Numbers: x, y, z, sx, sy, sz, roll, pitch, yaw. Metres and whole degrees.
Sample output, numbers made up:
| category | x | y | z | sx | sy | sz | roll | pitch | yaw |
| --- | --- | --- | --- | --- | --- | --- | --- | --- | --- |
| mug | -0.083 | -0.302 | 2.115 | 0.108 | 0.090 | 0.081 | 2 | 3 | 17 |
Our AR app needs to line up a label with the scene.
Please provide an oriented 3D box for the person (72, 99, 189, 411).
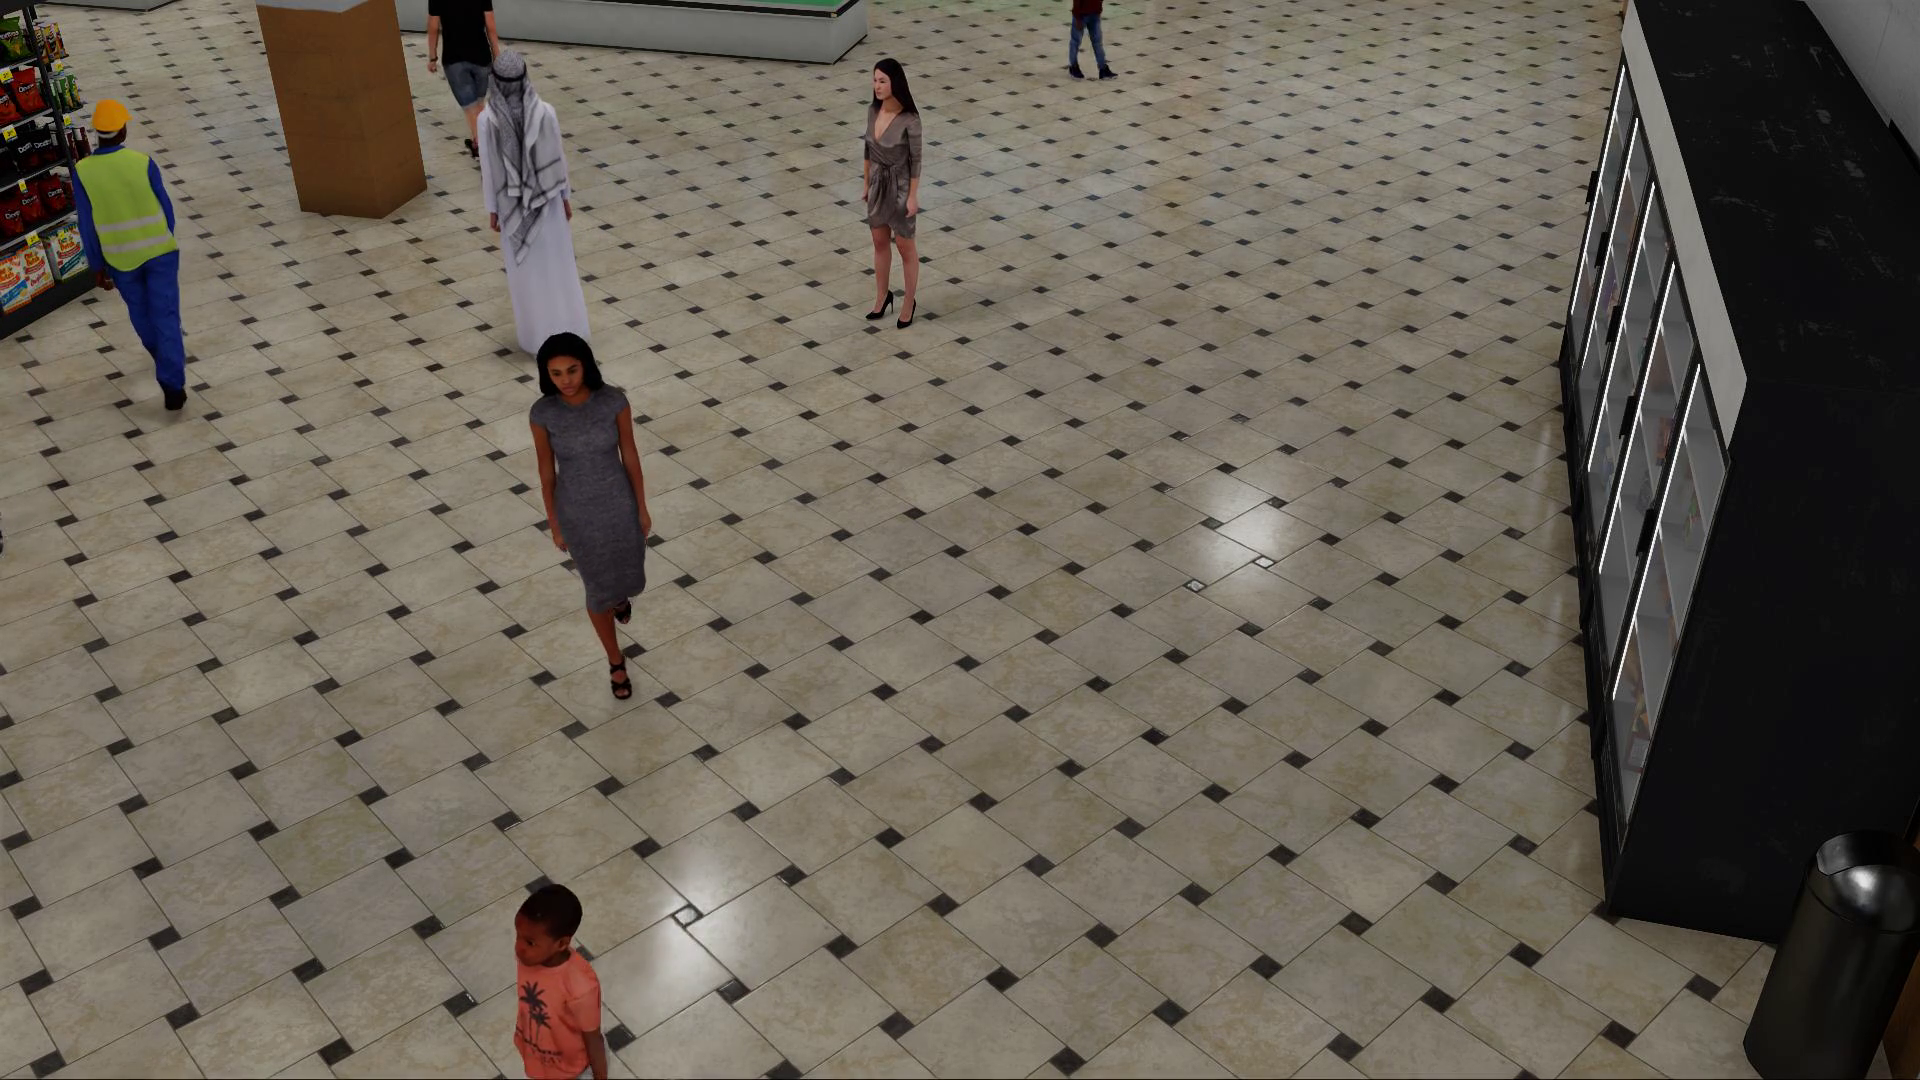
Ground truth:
| category | x | y | z | sx | sy | sz | roll | pitch | yaw |
| --- | --- | --- | --- | --- | --- | --- | --- | --- | --- |
| person | -4.758 | -1.602 | 9.675 | 1.235 | 1.752 | 1.217 | -14 | 34 | -21 |

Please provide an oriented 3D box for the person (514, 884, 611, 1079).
| category | x | y | z | sx | sy | sz | roll | pitch | yaw |
| --- | --- | --- | --- | --- | --- | --- | --- | --- | --- |
| person | -1.154 | 1.531 | 5.069 | 0.780 | 1.300 | 0.758 | 27 | 41 | 36 |

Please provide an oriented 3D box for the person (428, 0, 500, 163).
| category | x | y | z | sx | sy | sz | roll | pitch | yaw |
| --- | --- | --- | --- | --- | --- | --- | --- | --- | --- |
| person | -3.819 | -3.688 | 12.978 | 1.151 | 1.804 | 1.253 | -19 | 37 | -28 |

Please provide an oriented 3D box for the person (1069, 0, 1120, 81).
| category | x | y | z | sx | sy | sz | roll | pitch | yaw |
| --- | --- | --- | --- | --- | --- | --- | --- | --- | --- |
| person | 1.133 | -4.909 | 15.478 | 0.764 | 1.236 | 0.862 | -22 | 38 | -31 |

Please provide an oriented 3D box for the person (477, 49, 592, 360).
| category | x | y | z | sx | sy | sz | roll | pitch | yaw |
| --- | --- | --- | --- | --- | --- | --- | --- | --- | --- |
| person | -2.639 | -2.039 | 10.213 | 0.777 | 1.926 | 0.861 | -13 | 34 | -20 |

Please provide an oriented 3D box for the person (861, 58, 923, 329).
| category | x | y | z | sx | sy | sz | roll | pitch | yaw |
| --- | --- | --- | --- | --- | --- | --- | --- | --- | --- |
| person | -0.435 | -2.221 | 10.676 | 0.562 | 1.747 | 0.710 | 21 | 37 | 30 |

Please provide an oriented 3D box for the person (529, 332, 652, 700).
| category | x | y | z | sx | sy | sz | roll | pitch | yaw |
| --- | --- | --- | --- | --- | --- | --- | --- | --- | --- |
| person | -1.604 | -0.130 | 7.298 | 0.850 | 1.764 | 0.880 | -10 | 33 | -16 |
